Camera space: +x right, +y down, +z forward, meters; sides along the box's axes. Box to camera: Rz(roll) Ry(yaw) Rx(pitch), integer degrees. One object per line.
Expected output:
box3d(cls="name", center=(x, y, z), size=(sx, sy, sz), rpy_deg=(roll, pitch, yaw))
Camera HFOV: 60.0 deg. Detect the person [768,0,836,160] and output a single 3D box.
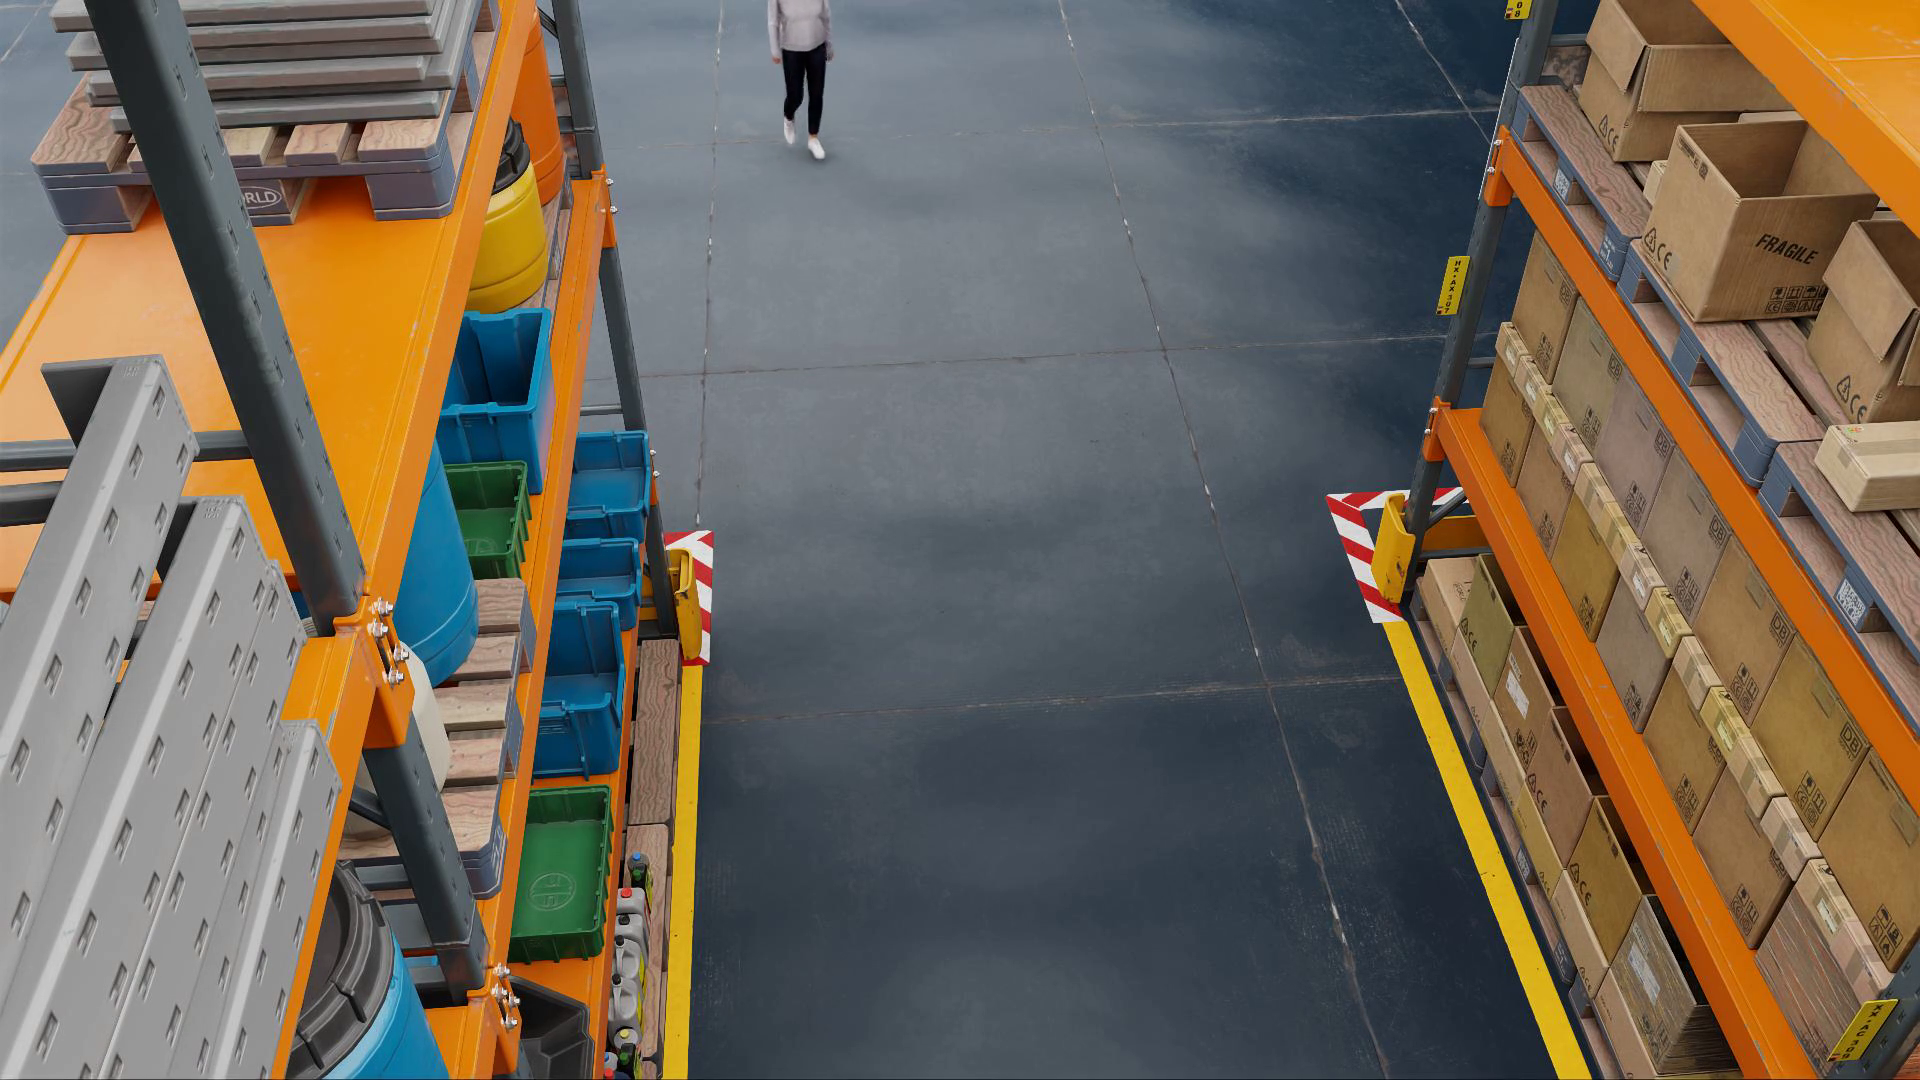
box3d(cls="person", center=(-1.180, -3.670, 12.308), size=(0.713, 1.692, 0.746), rpy_deg=(-16, 45, -17))
